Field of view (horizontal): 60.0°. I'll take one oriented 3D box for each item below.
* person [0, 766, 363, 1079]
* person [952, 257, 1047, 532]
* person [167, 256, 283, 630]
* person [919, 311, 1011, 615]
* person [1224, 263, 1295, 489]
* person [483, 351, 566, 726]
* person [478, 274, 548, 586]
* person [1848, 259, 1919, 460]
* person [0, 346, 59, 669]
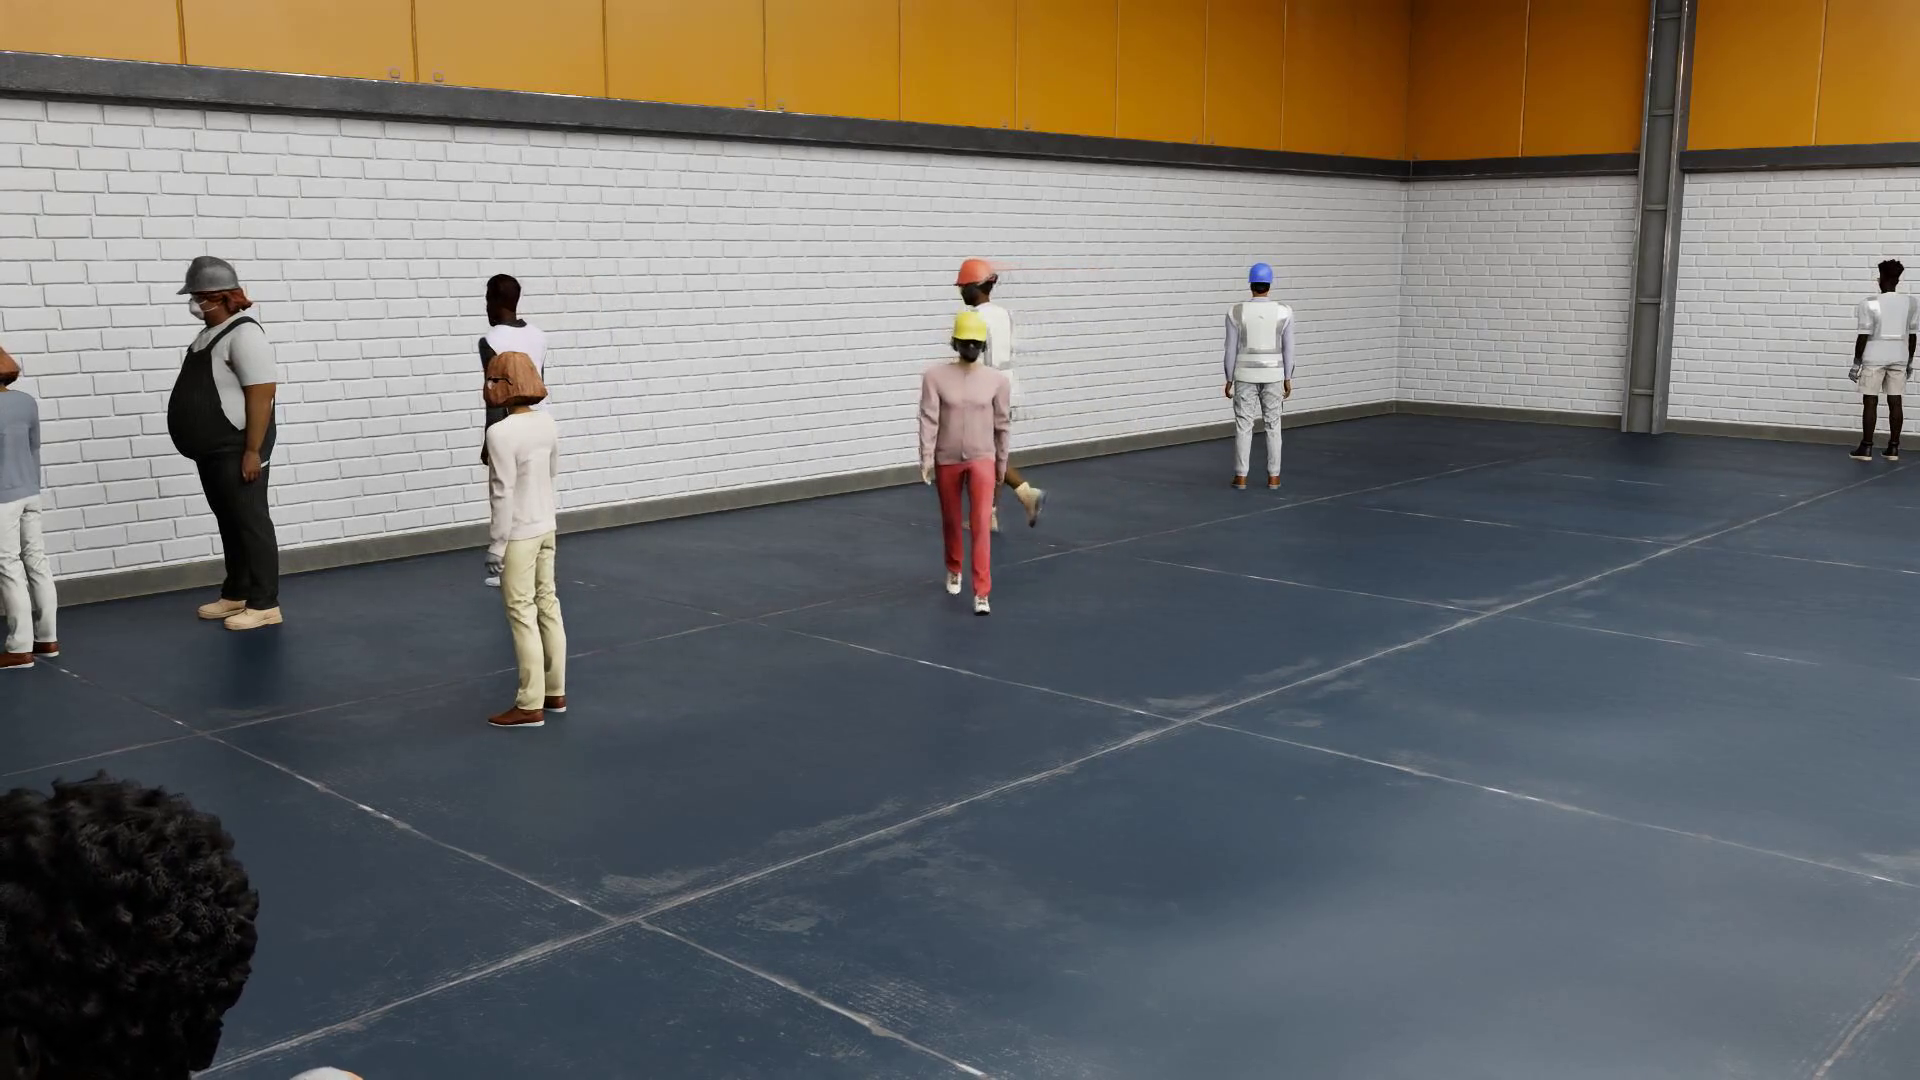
[{"bbox_3d":[-0.604,1.010,1.338,0.321,1.691,0.531,3,10,17],"label":"person"},{"bbox_3d":[0.283,-1.011,11.940,0.759,2.022,0.607,7,12,34],"label":"person"},{"bbox_3d":[-4.039,-0.532,9.112,0.536,2.000,0.688,-9,13,-41],"label":"person"},{"bbox_3d":[0.031,-0.471,9.697,0.526,1.720,0.925,0,10,1],"label":"person"},{"bbox_3d":[2.570,-1.402,14.325,0.605,1.948,0.386,0,10,2],"label":"person"},{"bbox_3d":[-1.909,-0.004,7.260,0.277,1.633,0.507,3,10,14],"label":"person"},{"bbox_3d":[-2.728,-0.669,10.241,0.371,1.916,0.597,3,10,17],"label":"person"},{"bbox_3d":[9.041,-1.756,16.289,0.602,1.967,0.366,0,10,2],"label":"person"},{"bbox_3d":[-4.734,-0.178,8.250,0.278,1.633,0.498,1,10,5],"label":"person"}]
